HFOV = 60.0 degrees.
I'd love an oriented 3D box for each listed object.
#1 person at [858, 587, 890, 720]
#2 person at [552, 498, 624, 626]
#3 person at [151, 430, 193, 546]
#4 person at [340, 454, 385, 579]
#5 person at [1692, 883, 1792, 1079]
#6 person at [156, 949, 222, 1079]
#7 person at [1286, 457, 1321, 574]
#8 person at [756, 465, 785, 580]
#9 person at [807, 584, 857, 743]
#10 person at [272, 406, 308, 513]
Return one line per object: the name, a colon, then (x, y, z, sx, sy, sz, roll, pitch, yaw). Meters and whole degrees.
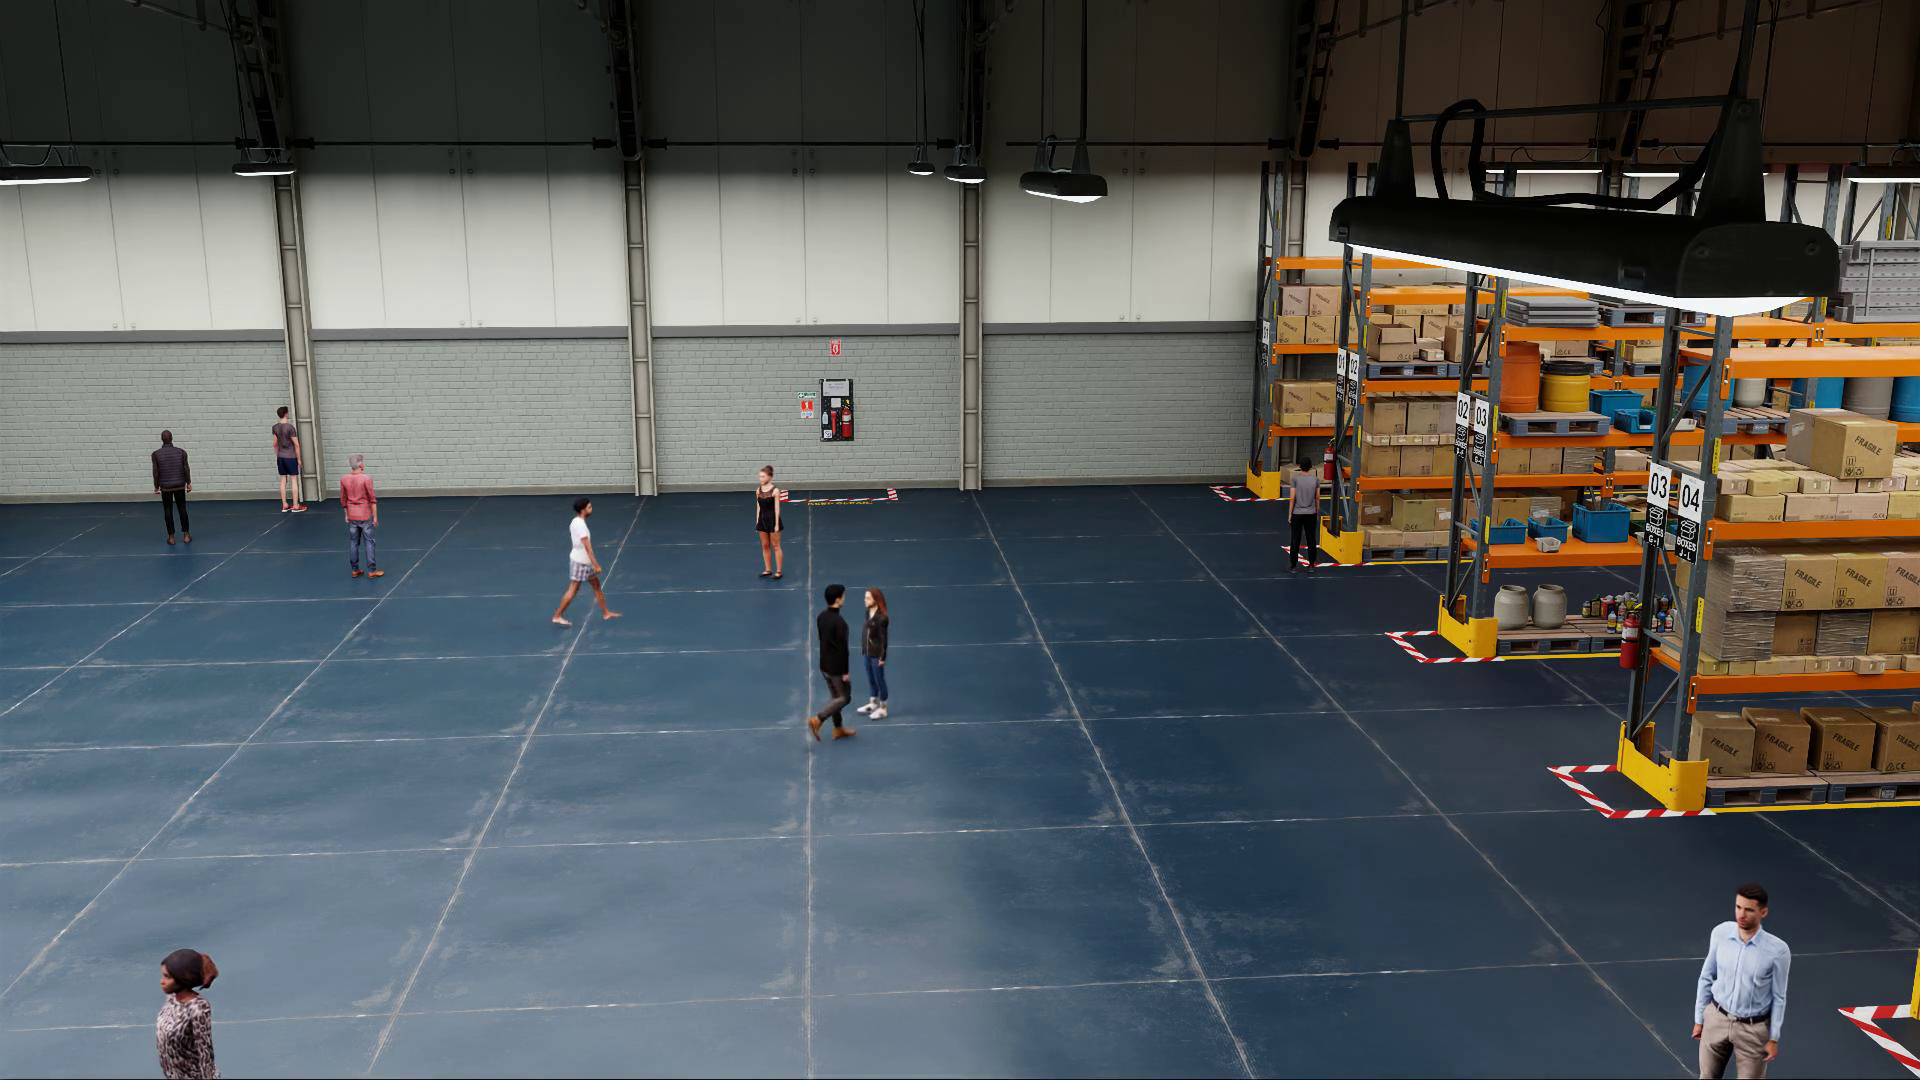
person: (-0.938, 1.236, 18.432, 0.639, 1.483, 0.635, -8, 15, -32)
person: (-5.075, 0.323, 21.928, 1.193, 1.683, 0.783, -3, 13, -15)
person: (-12.649, -0.858, 26.696, 0.665, 1.835, 0.836, -7, 15, -28)
person: (-8.855, -0.360, 24.557, 0.602, 1.829, 0.810, 3, 13, 12)
person: (4.757, 2.964, 10.166, 0.752, 1.846, 0.808, 11, 17, 40)
person: (-4.420, 3.163, 9.598, 0.680, 1.714, 0.739, 11, 17, 39)
person: (5.137, -0.386, 24.832, 0.481, 1.755, 0.666, -1, 13, -3)
person: (-2.798, -0.267, 24.489, 0.671, 1.679, 0.750, 8, 15, 31)
person: (-1.368, 1.321, 17.554, 0.998, 1.713, 0.891, -10, 17, -38)
person: (-11.755, -1.415, 29.061, 0.604, 1.853, 0.779, 3, 13, 14)
